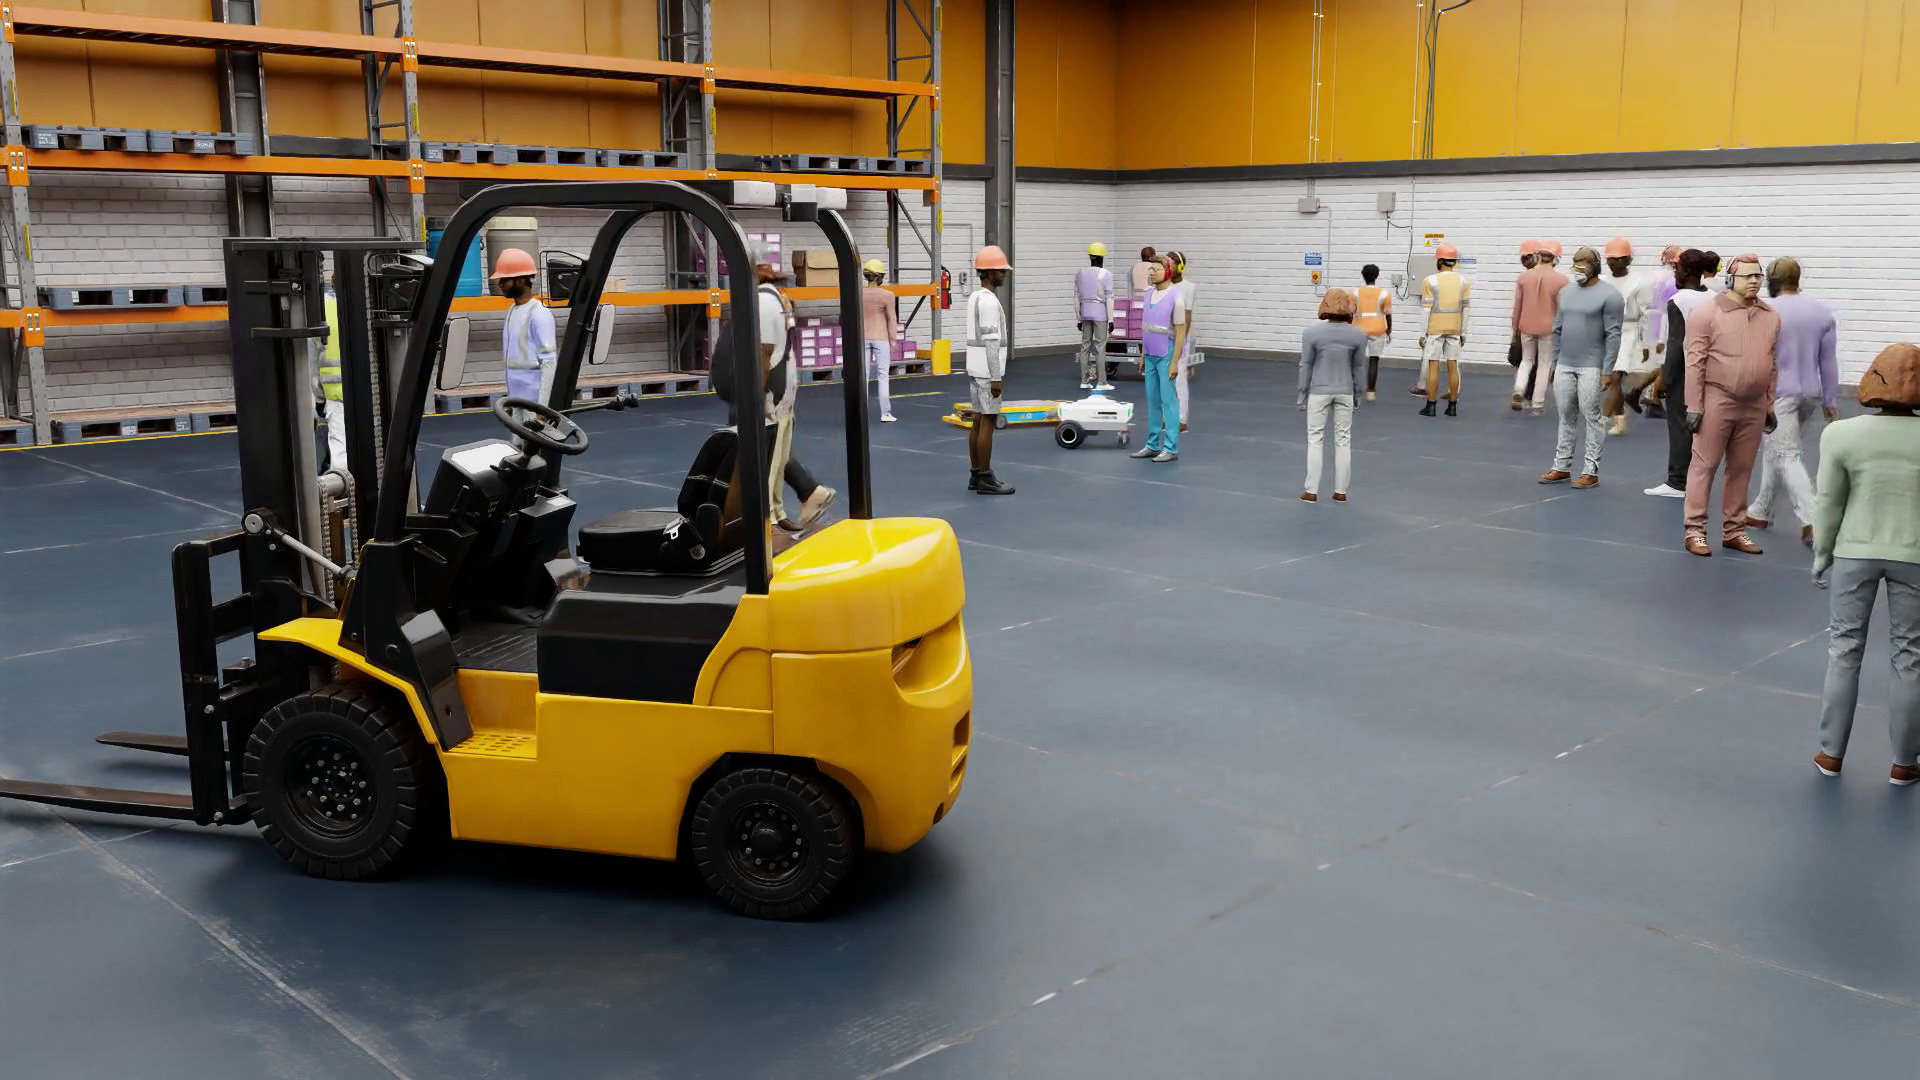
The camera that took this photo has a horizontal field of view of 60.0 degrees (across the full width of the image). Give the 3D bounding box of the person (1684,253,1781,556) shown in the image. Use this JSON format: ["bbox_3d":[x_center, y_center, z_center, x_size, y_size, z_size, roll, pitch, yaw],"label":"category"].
[{"bbox_3d":[4.906,-0.850,10.548,0.642,1.909,0.410,-2,11,-11],"label":"person"}]

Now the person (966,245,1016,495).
[{"bbox_3d":[0.231,-1.326,13.042,0.350,1.942,0.545,-2,11,-13],"label":"person"}]

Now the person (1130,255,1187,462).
[{"bbox_3d":[1.818,-1.627,14.936,0.389,1.850,0.564,-6,12,-28],"label":"person"}]

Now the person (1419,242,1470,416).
[{"bbox_3d":[5.412,-2.351,18.632,0.547,1.942,0.344,-1,10,-5],"label":"person"}]

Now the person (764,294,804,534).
[{"bbox_3d":[-1.220,-0.836,11.211,0.268,1.632,0.509,2,11,11],"label":"person"}]

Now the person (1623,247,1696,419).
[{"bbox_3d":[7.760,-2.274,18.338,0.673,1.899,0.576,4,11,21],"label":"person"}]

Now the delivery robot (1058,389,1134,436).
[{"bbox_3d":[1.303,-1.202,15.897,0.707,0.478,0.477,2,10,10],"label":"delivery robot"}]

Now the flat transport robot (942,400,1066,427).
[{"bbox_3d":[0.588,-1.356,17.769,1.431,0.197,0.652,-4,11,-23],"label":"flat transport robot"}]

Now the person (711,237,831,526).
[{"bbox_3d":[-1.321,-1.033,11.179,0.814,2.000,0.695,0,10,0],"label":"person"}]

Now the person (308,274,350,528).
[{"bbox_3d":[-4.167,-0.996,11.513,0.633,1.845,0.429,0,10,1],"label":"person"}]

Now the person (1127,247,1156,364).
[{"bbox_3d":[2.932,-3.677,26.138,0.624,1.844,0.430,8,13,37],"label":"person"}]

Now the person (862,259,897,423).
[{"bbox_3d":[-0.933,-2.152,18.033,0.527,1.765,0.328,3,11,16],"label":"person"}]

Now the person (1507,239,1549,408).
[{"bbox_3d":[6.692,-2.520,19.459,0.511,1.978,0.621,-2,11,-13],"label":"person"}]

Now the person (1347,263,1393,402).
[{"bbox_3d":[4.984,-2.519,20.254,0.549,1.681,0.399,4,11,22],"label":"person"}]

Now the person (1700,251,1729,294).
[{"bbox_3d":[7.661,-2.032,17.114,0.520,1.864,0.333,0,10,0],"label":"person"}]

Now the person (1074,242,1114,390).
[{"bbox_3d":[1.770,-2.920,21.779,0.584,1.927,0.367,8,13,36],"label":"person"}]

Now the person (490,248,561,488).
[{"bbox_3d":[-2.851,-0.936,10.935,0.374,1.934,0.548,-8,13,-36],"label":"person"}]

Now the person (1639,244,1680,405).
[{"bbox_3d":[8.439,-2.562,19.871,0.641,1.913,0.407,0,10,0],"label":"person"}]

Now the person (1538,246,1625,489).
[{"bbox_3d":[4.997,-1.380,13.366,0.373,1.935,0.627,-6,12,-31],"label":"person"}]

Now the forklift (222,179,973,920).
[{"bbox_3d":[-1.114,-0.058,5.440,2.313,2.155,1.214,2,11,13],"label":"forklift"}]

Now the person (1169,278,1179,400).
[{"bbox_3d":[2.624,-2.546,20.522,0.307,1.639,0.525,-1,10,-7],"label":"person"}]

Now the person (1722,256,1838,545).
[{"bbox_3d":[5.522,-0.925,11.030,0.631,1.899,0.939,-3,11,-16],"label":"person"}]

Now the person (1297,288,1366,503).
[{"bbox_3d":[2.813,-1.087,12.611,0.503,1.626,0.281,-1,10,-3],"label":"person"}]

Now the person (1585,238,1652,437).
[{"bbox_3d":[6.441,-1.977,16.469,1.068,1.983,0.630,-9,14,-41],"label":"person"}]

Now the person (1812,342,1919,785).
[{"bbox_3d":[3.423,0.090,6.159,0.497,1.636,0.281,6,12,31],"label":"person"}]

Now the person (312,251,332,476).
[{"bbox_3d":[-4.883,-1.262,12.672,0.515,1.944,0.634,3,11,17],"label":"person"}]

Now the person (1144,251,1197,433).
[{"bbox_3d":[2.203,-2.009,16.992,0.390,1.864,0.563,-7,12,-33],"label":"person"}]

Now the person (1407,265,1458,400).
[{"bbox_3d":[5.927,-2.662,20.635,0.527,1.829,0.885,-5,11,-23],"label":"person"}]

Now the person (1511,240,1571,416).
[{"bbox_3d":[6.487,-2.361,18.606,0.631,1.970,0.528,8,13,36],"label":"person"}]

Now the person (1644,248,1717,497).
[{"bbox_3d":[5.634,-1.287,12.892,0.593,1.922,0.391,-8,13,-37],"label":"person"}]
